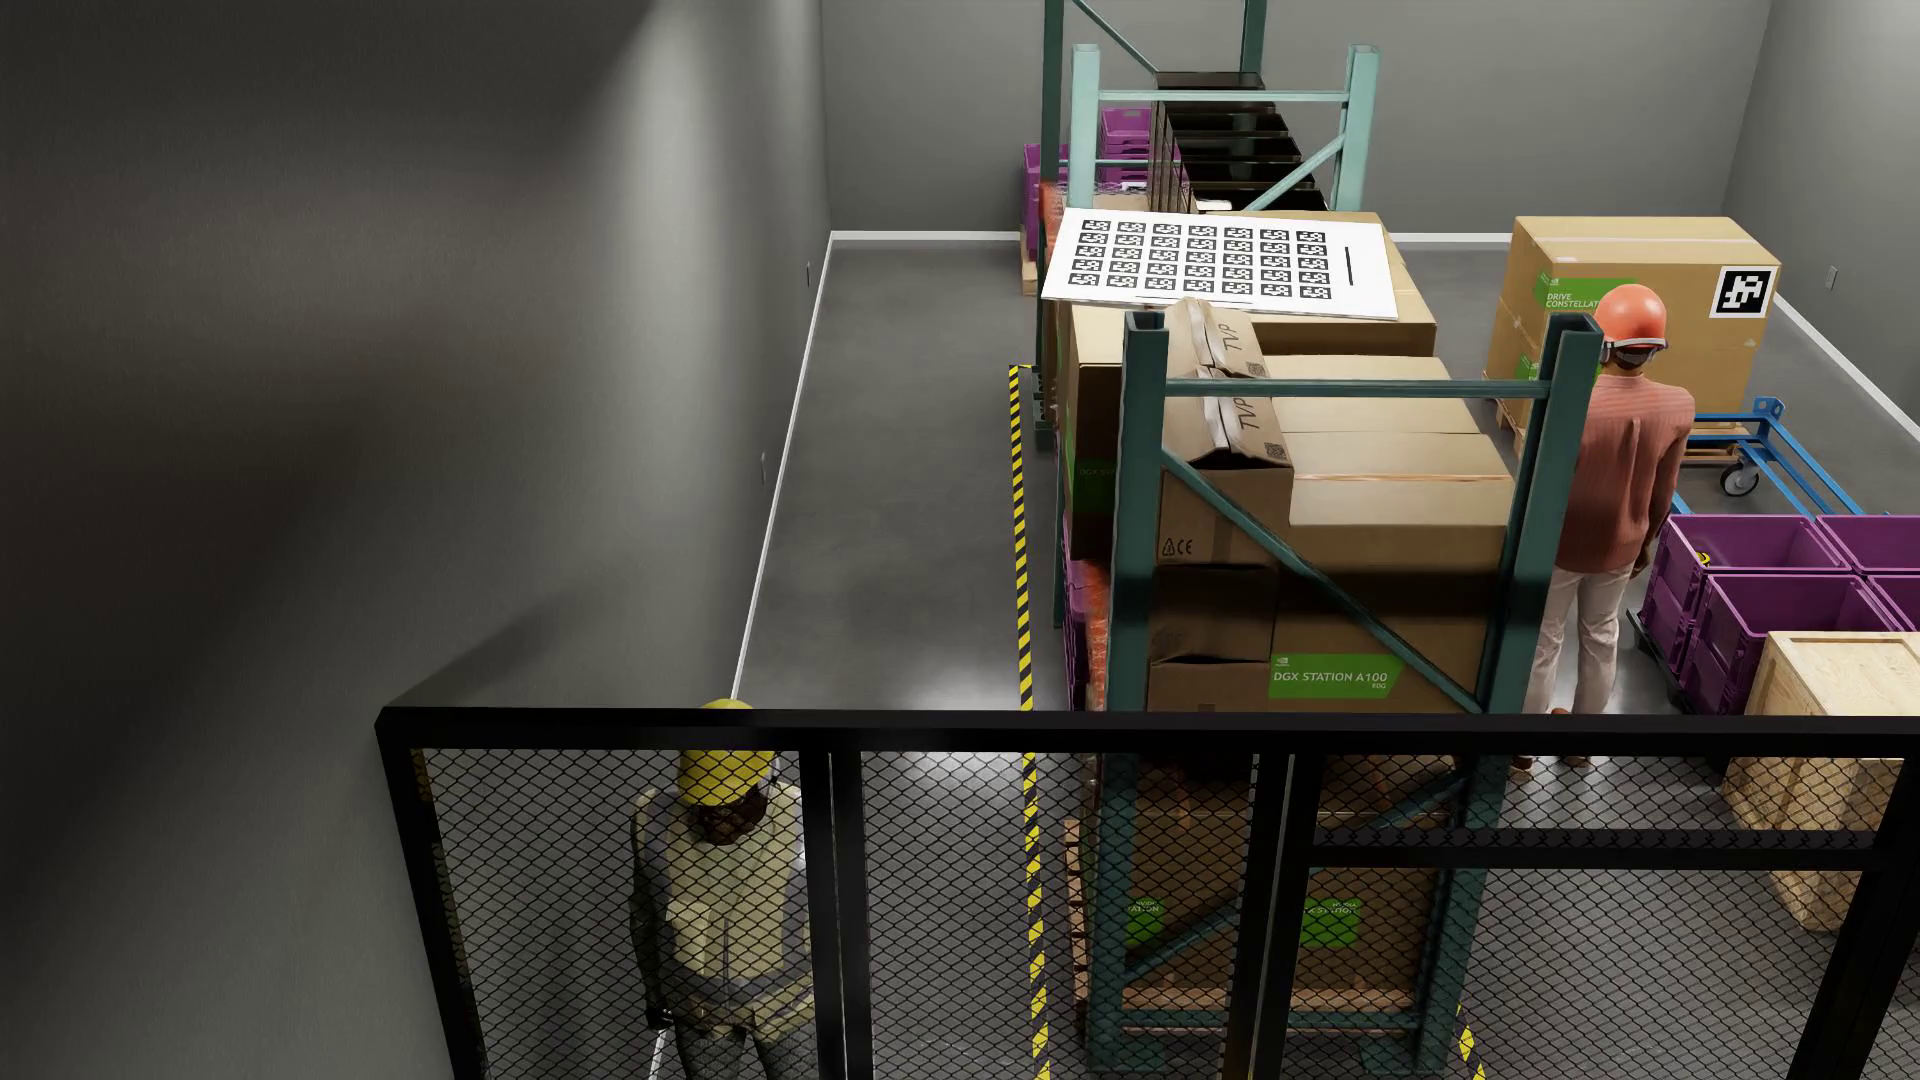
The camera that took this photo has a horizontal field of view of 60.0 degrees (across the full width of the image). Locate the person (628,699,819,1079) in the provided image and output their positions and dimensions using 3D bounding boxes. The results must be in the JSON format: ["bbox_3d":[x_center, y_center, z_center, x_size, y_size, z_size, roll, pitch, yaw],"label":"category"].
[{"bbox_3d":[-0.563,1.175,4.364,0.588,1.834,0.403,2,31,3],"label":"person"}]

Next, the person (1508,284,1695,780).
[{"bbox_3d":[2.304,0.002,6.157,0.623,1.993,0.385,-7,32,-12],"label":"person"}]
